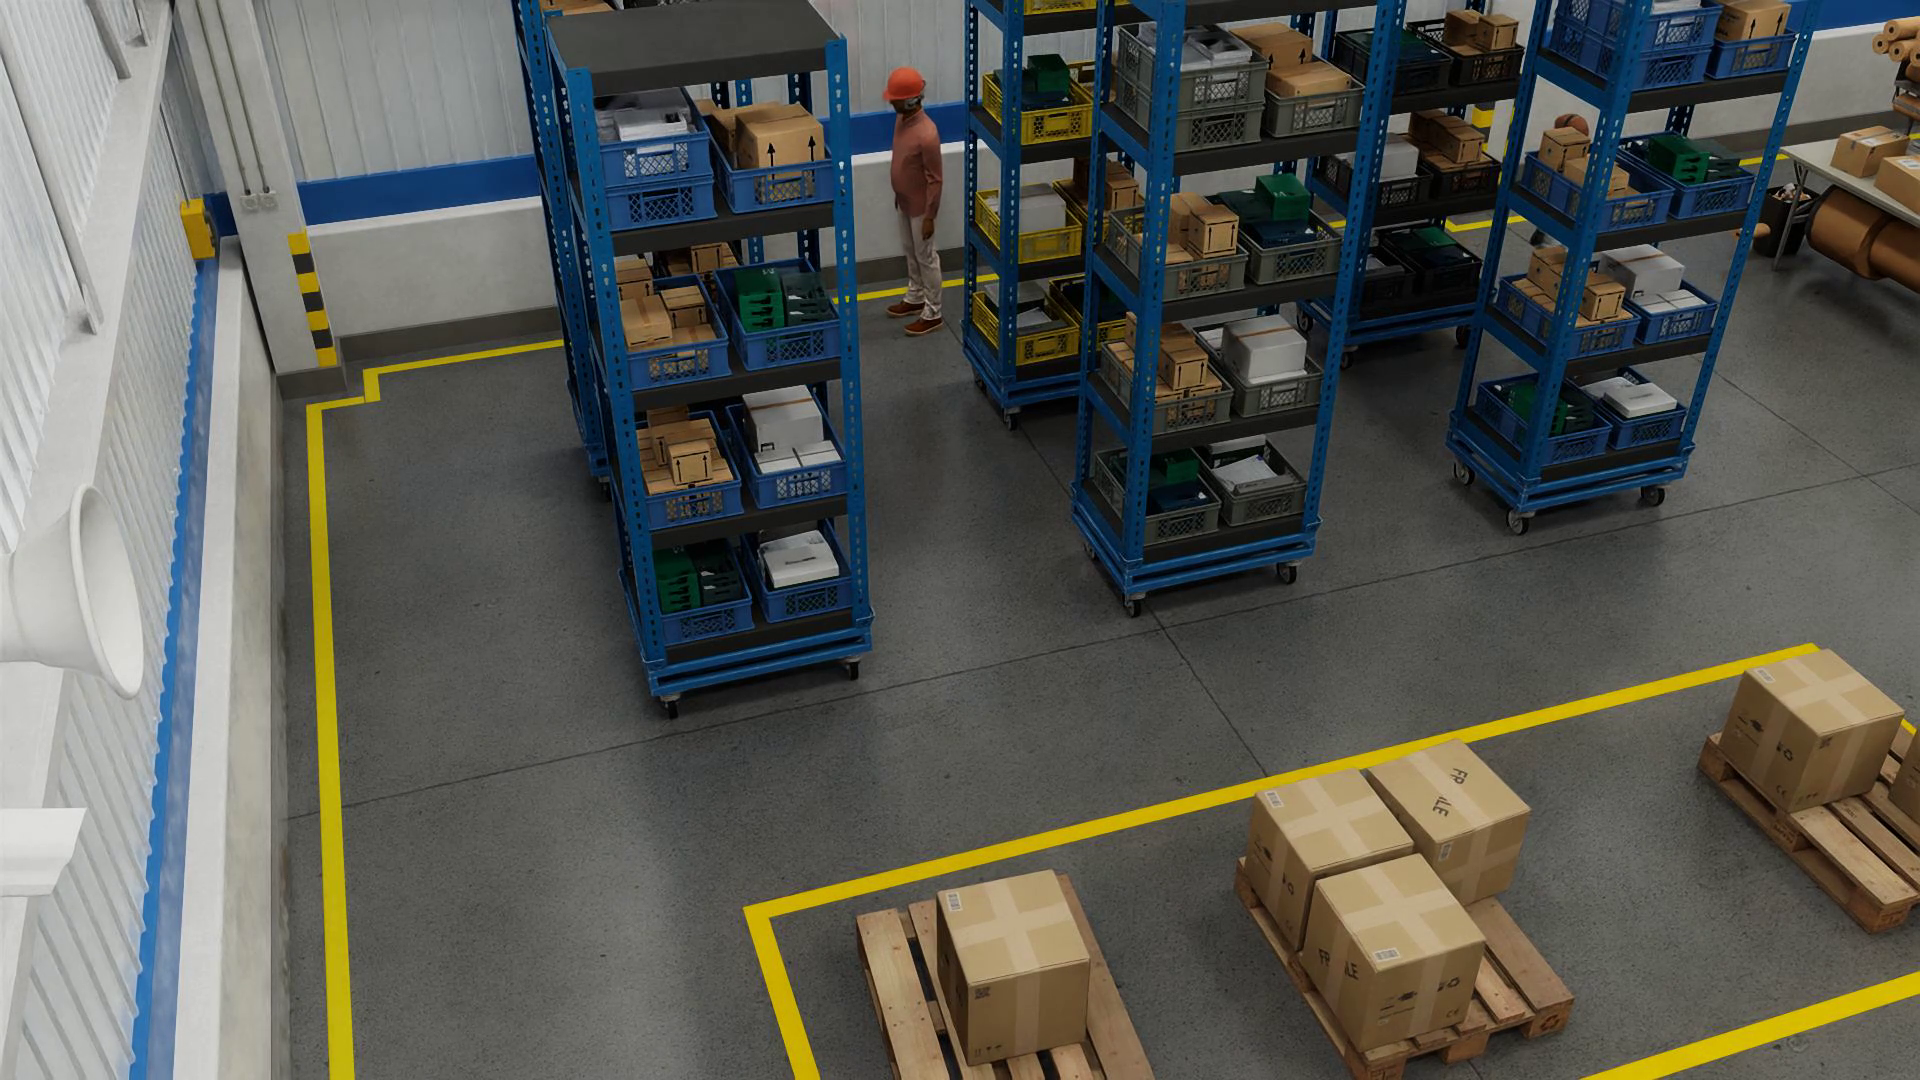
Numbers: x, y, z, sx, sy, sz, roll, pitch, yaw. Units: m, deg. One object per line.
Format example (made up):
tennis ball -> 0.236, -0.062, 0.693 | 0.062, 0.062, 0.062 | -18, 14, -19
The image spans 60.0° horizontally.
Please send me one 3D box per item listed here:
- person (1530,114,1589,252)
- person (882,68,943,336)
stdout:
person -> 4.343, -2.308, 12.124 | 0.310, 1.639, 0.514 | 28, 44, 33
person -> -0.340, -2.438, 12.011 | 0.403, 1.983, 0.617 | -14, 38, -19
